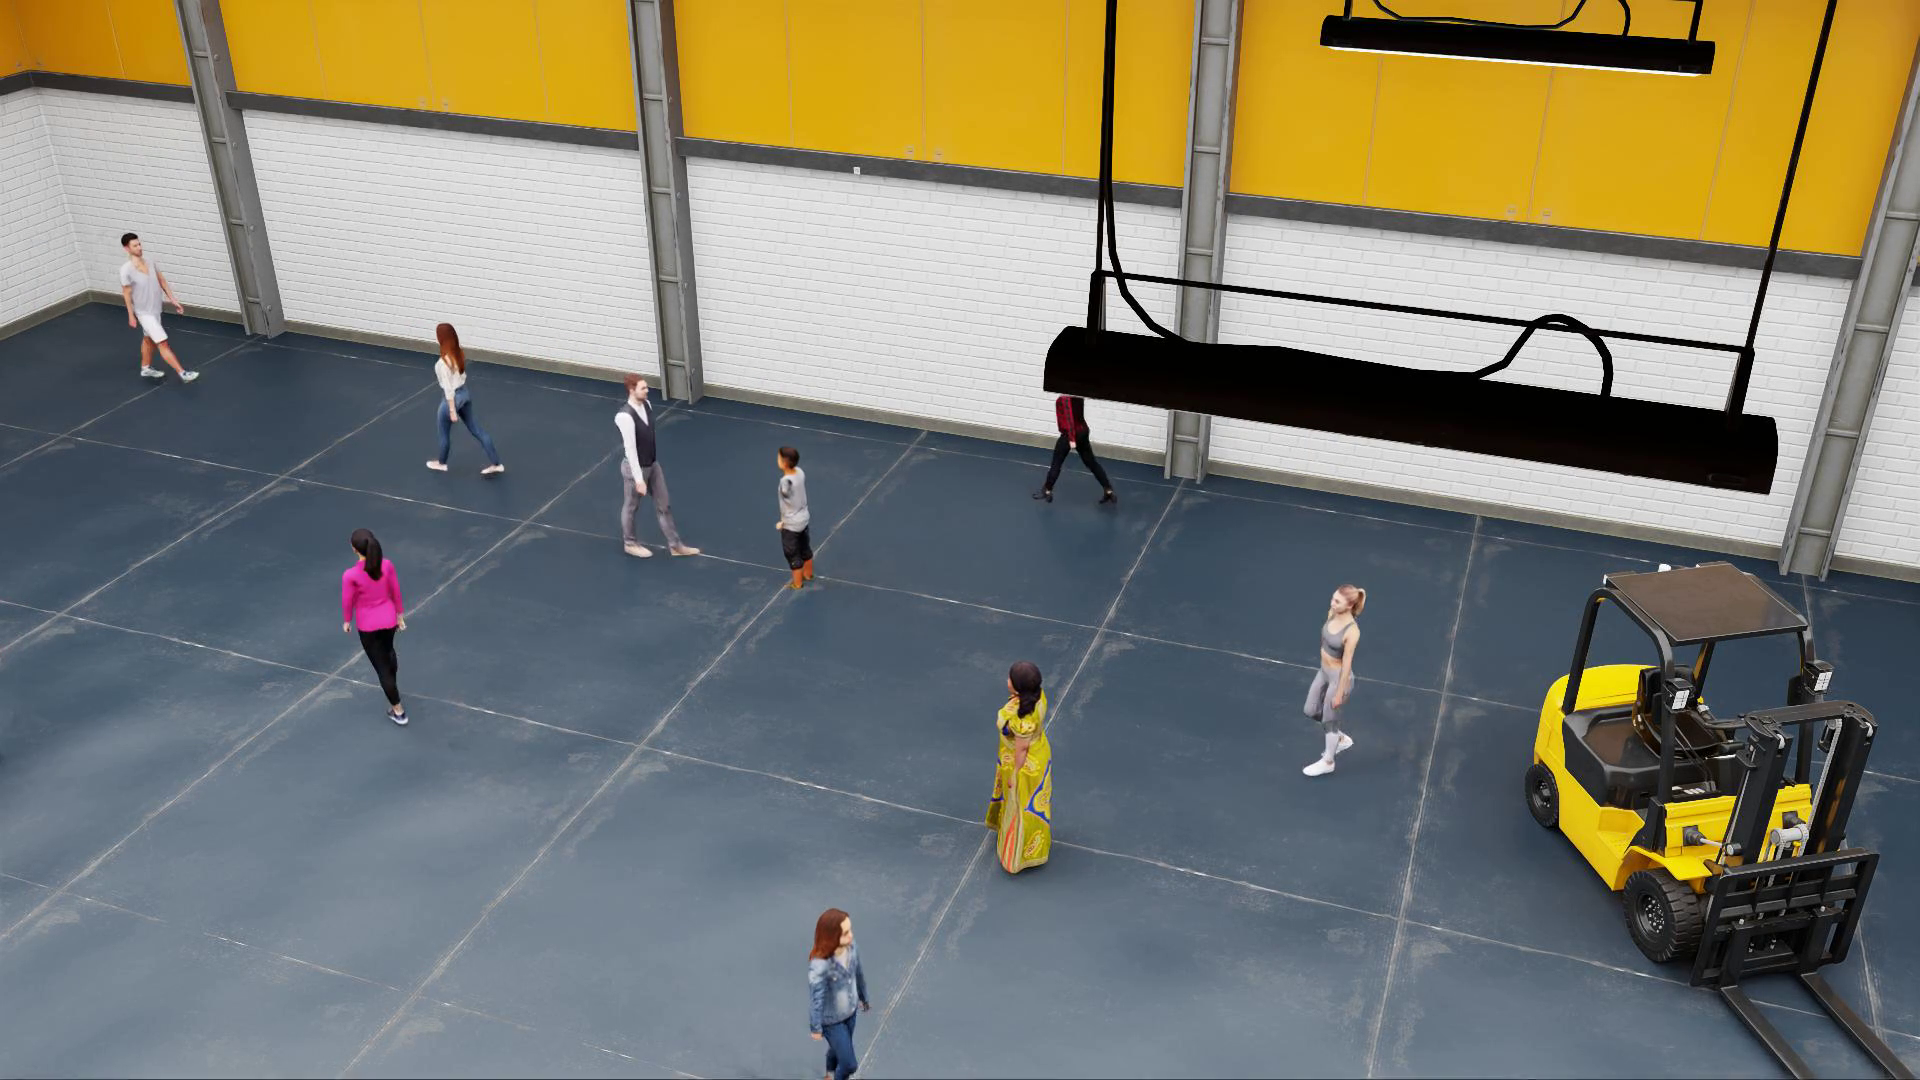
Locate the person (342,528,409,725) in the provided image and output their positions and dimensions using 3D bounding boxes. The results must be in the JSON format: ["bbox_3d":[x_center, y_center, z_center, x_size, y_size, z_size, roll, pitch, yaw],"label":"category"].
[{"bbox_3d":[-4.623,0.718,13.337,0.936,1.679,0.785,23,36,36],"label":"person"}]

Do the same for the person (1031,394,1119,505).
[{"bbox_3d":[1.228,-1.031,16.632,1.111,1.593,0.614,9,30,15],"label":"person"}]

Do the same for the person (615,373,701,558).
[{"bbox_3d":[-3.099,-0.701,15.690,1.008,1.916,0.713,11,30,19],"label":"person"}]

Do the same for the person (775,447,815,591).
[{"bbox_3d":[-1.520,-0.248,15.347,0.489,1.451,0.576,12,31,20],"label":"person"}]

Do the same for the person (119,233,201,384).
[{"bbox_3d":[-9.568,-2.692,19.457,1.172,1.805,0.760,7,29,13],"label":"person"}]

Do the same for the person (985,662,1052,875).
[{"bbox_3d":[0.453,1.569,11.796,0.815,1.660,0.889,6,29,10],"label":"person"}]

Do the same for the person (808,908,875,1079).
[{"bbox_3d":[-0.784,2.758,9.820,0.603,1.466,0.623,16,32,26],"label":"person"}]

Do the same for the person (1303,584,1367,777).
[{"bbox_3d":[2.932,1.058,12.695,0.797,1.697,0.734,-7,29,-12],"label":"person"}]

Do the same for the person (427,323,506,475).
[{"bbox_3d":[-5.131,-1.416,17.243,1.116,1.685,0.619,8,30,14],"label":"person"}]
